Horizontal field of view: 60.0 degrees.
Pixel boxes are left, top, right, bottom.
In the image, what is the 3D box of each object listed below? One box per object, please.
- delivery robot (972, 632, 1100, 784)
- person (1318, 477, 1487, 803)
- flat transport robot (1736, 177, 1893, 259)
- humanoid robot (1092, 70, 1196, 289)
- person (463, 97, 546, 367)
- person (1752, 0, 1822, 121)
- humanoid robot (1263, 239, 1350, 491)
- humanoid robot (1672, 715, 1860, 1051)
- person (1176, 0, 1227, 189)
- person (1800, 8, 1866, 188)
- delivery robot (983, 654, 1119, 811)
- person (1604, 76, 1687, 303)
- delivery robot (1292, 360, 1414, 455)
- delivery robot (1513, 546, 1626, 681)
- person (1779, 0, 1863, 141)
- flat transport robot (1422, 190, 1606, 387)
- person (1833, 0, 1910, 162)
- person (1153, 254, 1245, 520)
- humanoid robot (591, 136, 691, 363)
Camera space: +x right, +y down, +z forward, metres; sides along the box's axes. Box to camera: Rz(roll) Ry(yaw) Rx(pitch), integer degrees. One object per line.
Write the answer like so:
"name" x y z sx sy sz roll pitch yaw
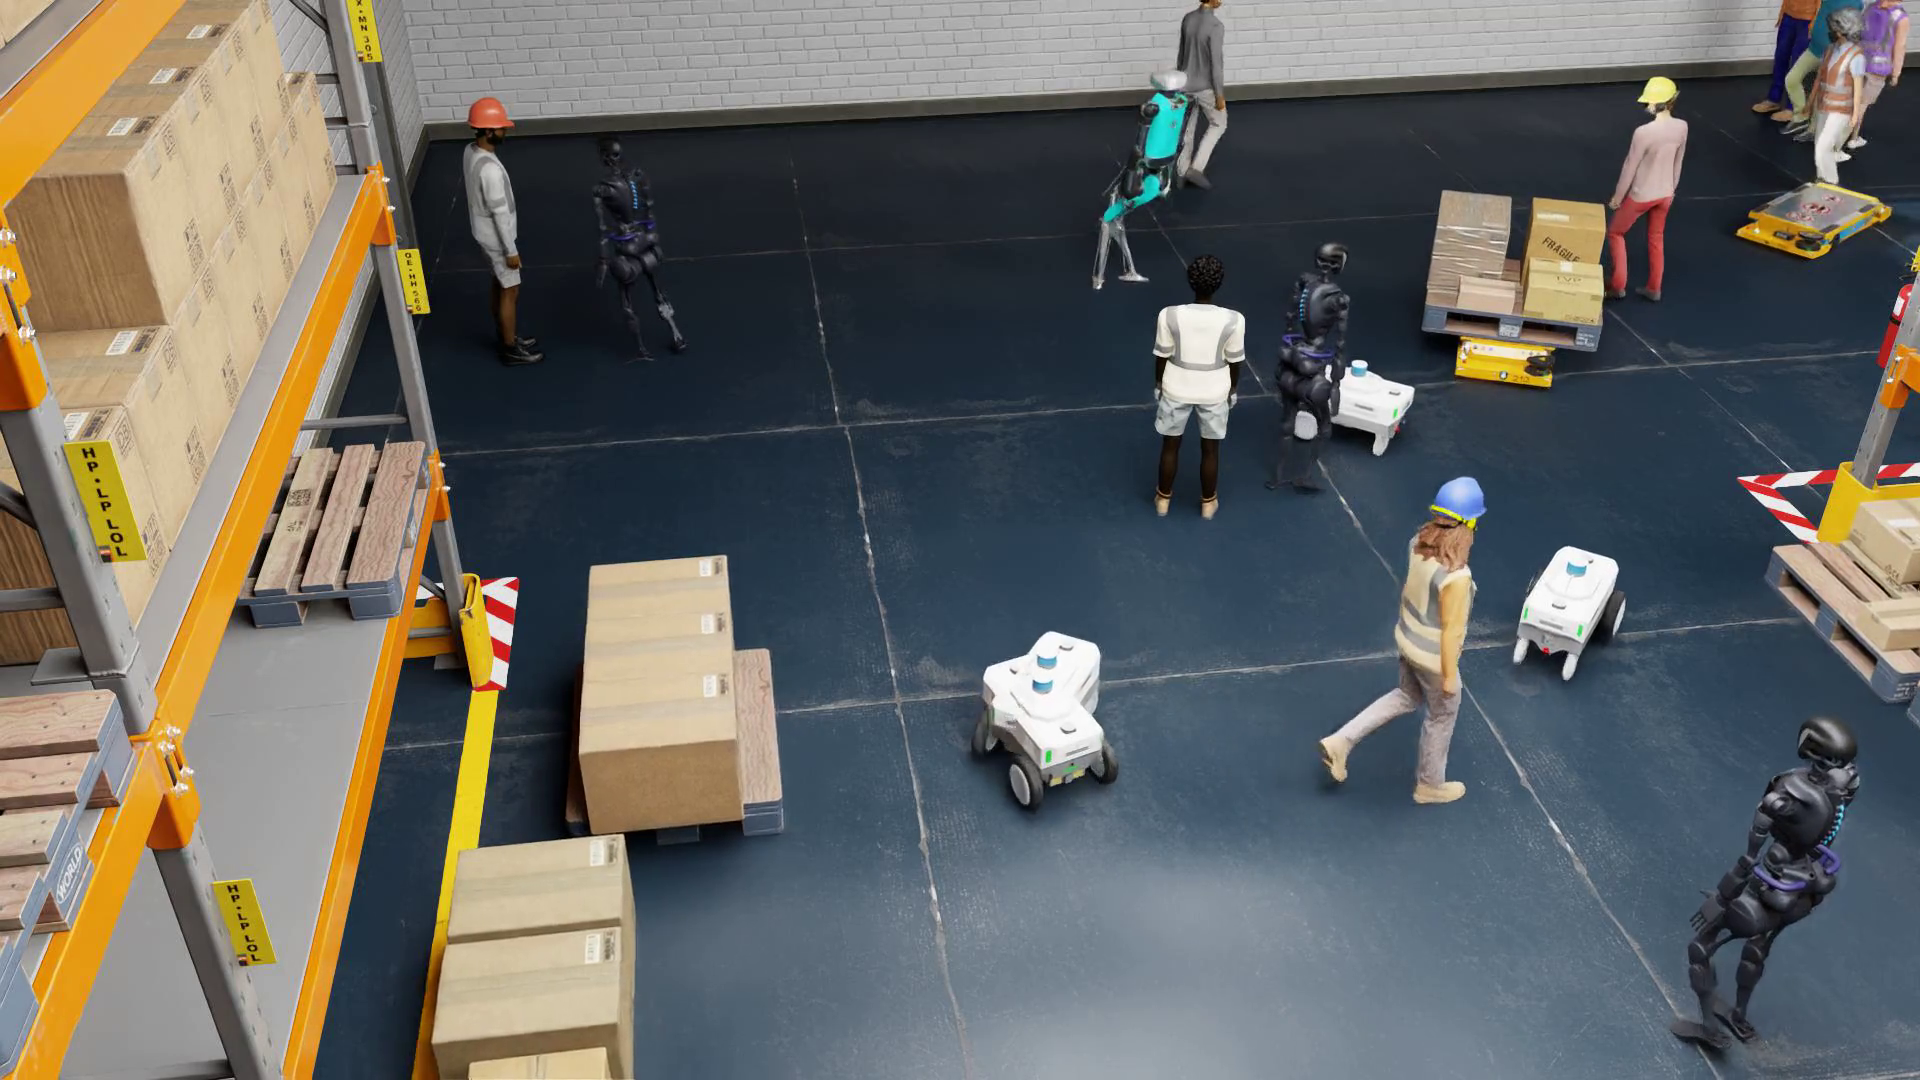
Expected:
"delivery robot" 0.421 0.810 8.350 0.499 0.595 0.781 15 36 22
"person" 2.118 0.507 7.717 0.672 1.754 0.494 -6 34 -10
"flat transport robot" 7.222 -2.718 14.017 1.431 0.231 0.659 -26 41 -33
"humanoid robot" 1.310 -2.762 12.750 0.585 1.787 0.819 -25 41 -33
"person" -3.198 -2.133 11.611 0.388 1.926 0.546 -17 37 -24
"person" 8.122 -5.074 16.078 0.404 1.972 0.515 -10 34 -15
"humanoid robot" 2.116 -1.047 10.175 0.382 1.644 0.584 -16 36 -23
"humanoid robot" 3.177 1.343 6.496 0.595 1.649 0.331 -15 36 -22
"person" 2.082 -3.949 14.422 0.463 1.888 0.576 -25 40 -33
"person" 7.486 -3.706 14.252 0.450 1.654 0.458 -6 34 -8
"delivery robot" 0.410 0.924 8.193 0.499 0.614 0.818 -15 36 -22
"person" 5.156 -2.606 12.501 0.542 1.746 0.390 -15 36 -22
"delivery robot" 2.588 -0.913 10.971 0.744 0.574 0.512 19 38 27
"delivery robot" 3.306 0.352 9.045 0.499 0.587 0.789 20 38 27
"person" 8.049 -4.571 15.508 0.485 1.733 0.582 -3 33 -5
"flat transport robot" 4.016 -1.552 12.230 0.659 0.231 1.431 9 34 14
"person" 8.363 -4.286 15.134 0.758 1.661 0.500 -13 35 -19
"person" 1.403 -0.889 9.914 0.534 1.693 0.319 5 33 8
"humanoid robot" -2.254 -2.013 11.655 0.462 1.647 0.609 20 38 28
